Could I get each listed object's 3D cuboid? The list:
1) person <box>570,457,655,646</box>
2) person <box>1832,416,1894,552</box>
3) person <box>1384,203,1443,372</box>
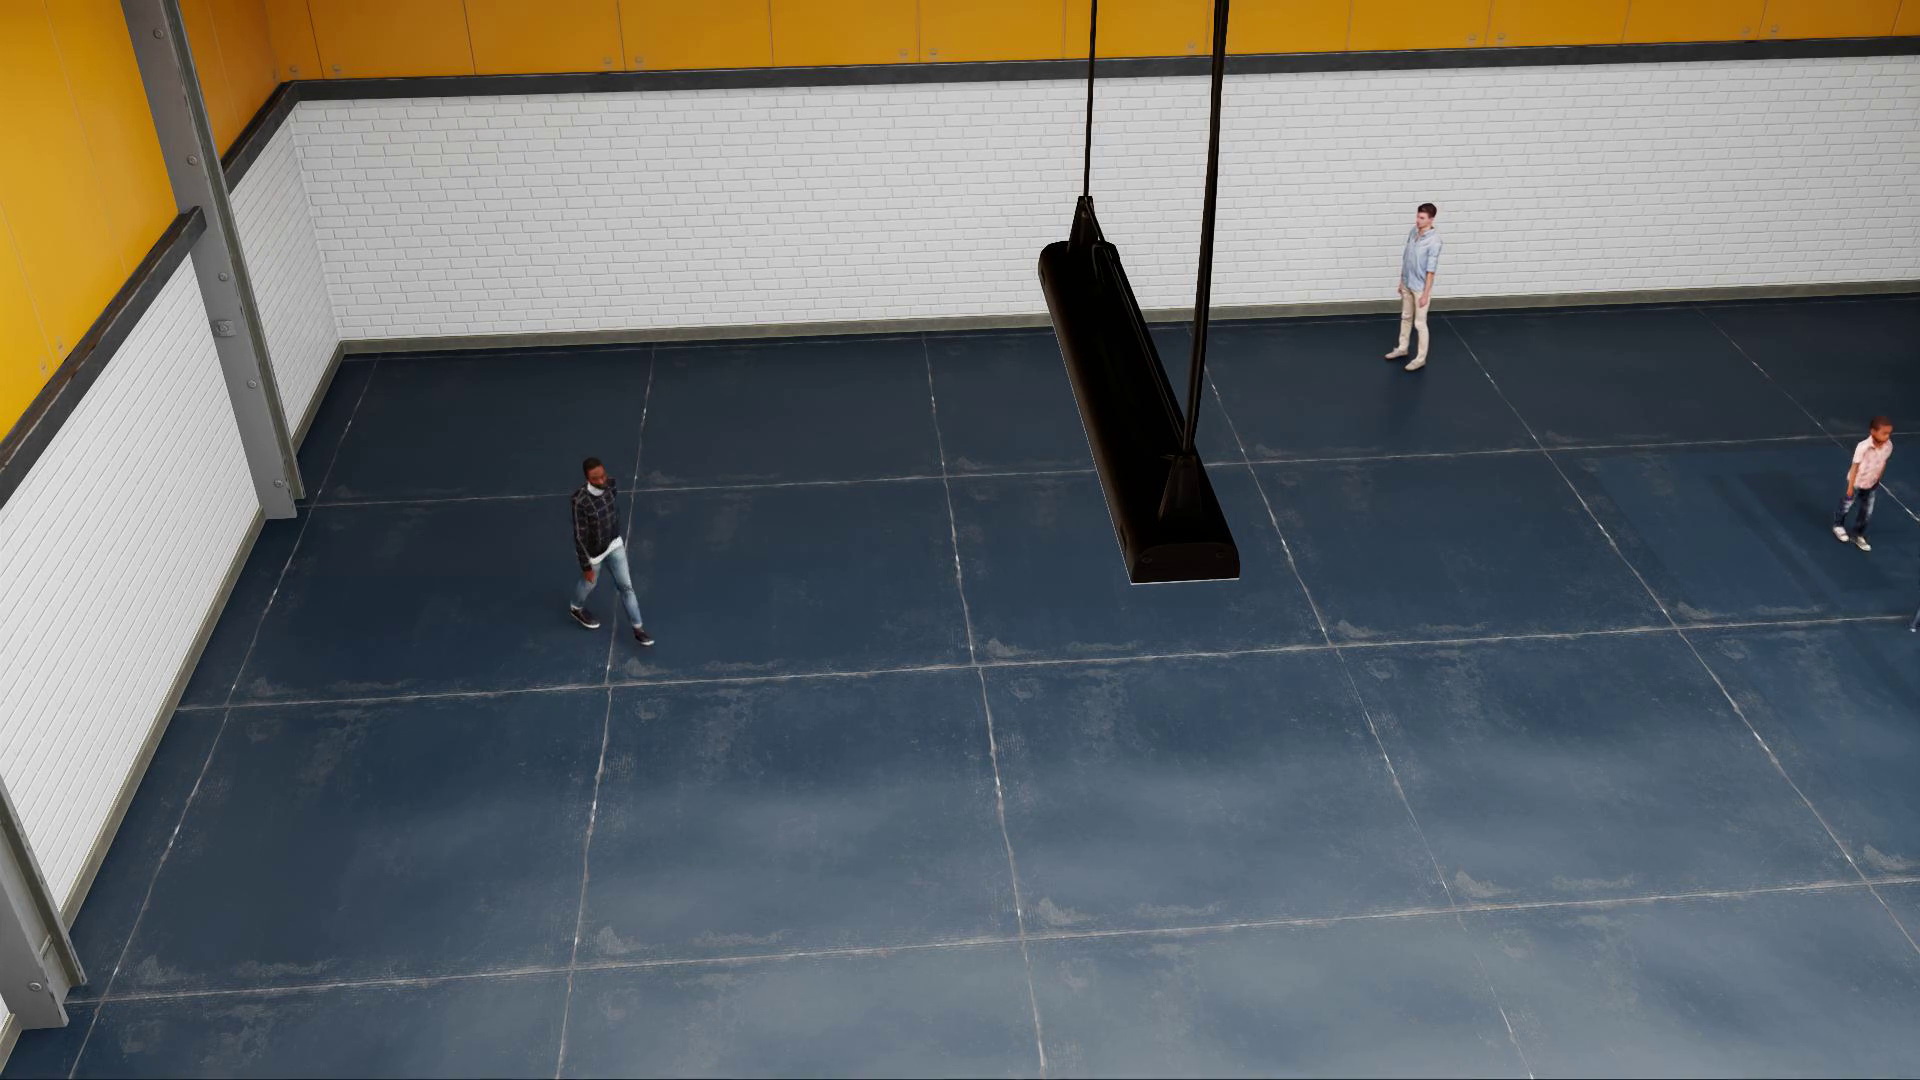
[{"bbox_3d":[-3.017,0.032,13.599,1.275,1.772,1.214,21,39,29],"label":"person"},{"bbox_3d":[8.081,-0.578,14.950,0.517,1.293,0.630,-3,34,-4],"label":"person"},{"bbox_3d":[4.868,-2.711,17.661,0.771,1.844,0.616,-14,36,-20],"label":"person"}]
